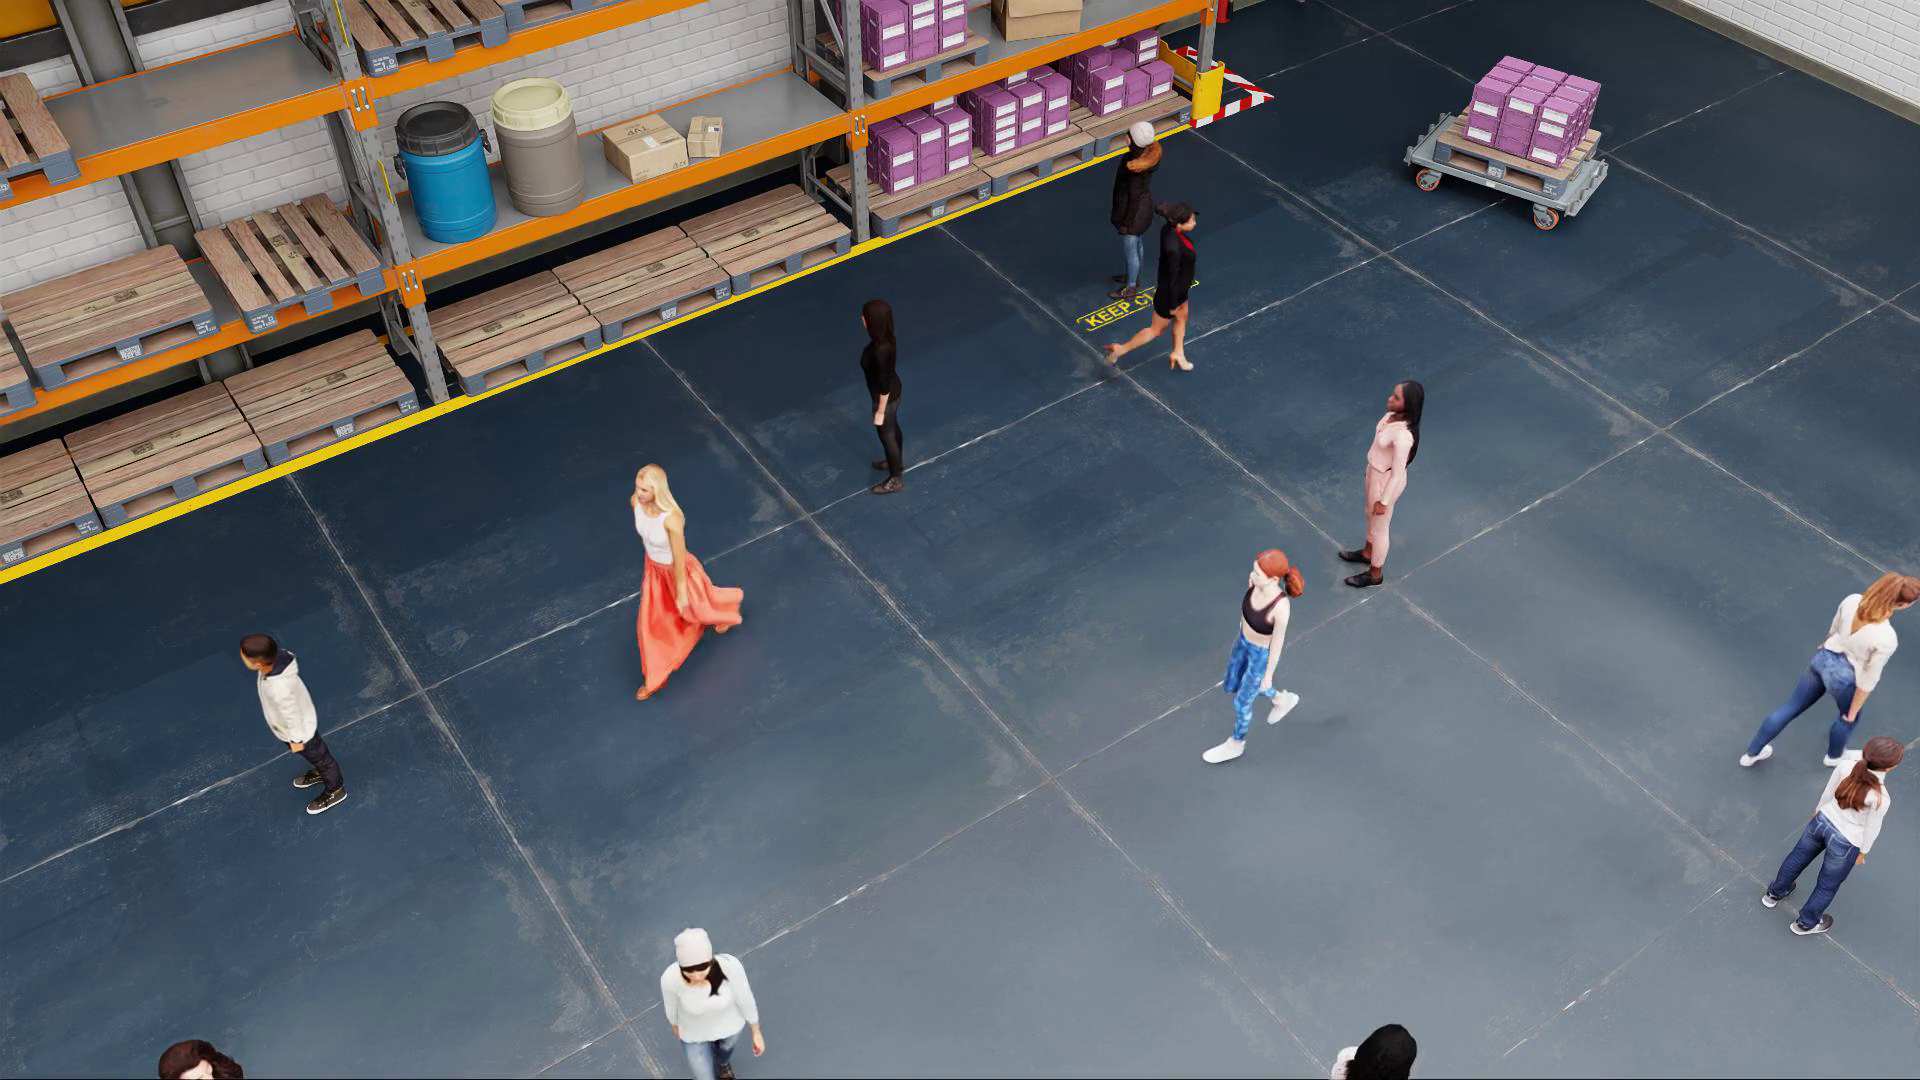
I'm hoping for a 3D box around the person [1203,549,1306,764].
[{"bbox_3d":[1.879,0.704,10.116,0.947,1.773,0.693,-14,45,-14],"label":"person"}]

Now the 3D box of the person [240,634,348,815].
[{"bbox_3d":[-3.984,1.063,9.973,0.513,1.450,0.580,-23,48,-22],"label":"person"}]

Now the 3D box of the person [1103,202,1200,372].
[{"bbox_3d":[1.553,-1.905,12.971,1.046,1.614,0.930,1,44,2],"label":"person"}]

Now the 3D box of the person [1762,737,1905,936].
[{"bbox_3d":[4.902,1.630,9.300,0.571,1.558,0.564,-18,46,-18],"label":"person"}]

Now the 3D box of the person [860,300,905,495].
[{"bbox_3d":[-0.535,-1.046,12.049,0.693,1.641,0.664,1,44,1],"label":"person"}]

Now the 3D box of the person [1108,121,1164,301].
[{"bbox_3d":[1.450,-2.746,13.839,0.808,1.634,0.735,11,45,12],"label":"person"}]

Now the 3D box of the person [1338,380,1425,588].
[{"bbox_3d":[2.888,-0.391,11.304,0.737,1.719,0.703,2,44,2],"label":"person"}]

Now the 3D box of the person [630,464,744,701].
[{"bbox_3d":[-1.780,0.168,10.690,0.864,1.757,1.291,28,50,27],"label":"person"}]

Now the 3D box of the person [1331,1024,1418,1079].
[{"bbox_3d":[1.863,2.871,7.921,0.836,1.663,1.129,27,50,26],"label":"person"}]

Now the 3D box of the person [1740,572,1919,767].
[{"bbox_3d":[5.213,0.854,10.016,1.132,1.695,0.962,-11,45,-12],"label":"person"}]

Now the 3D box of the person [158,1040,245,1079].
[{"bbox_3d":[-3.399,2.880,7.836,0.727,1.768,0.682,4,44,4],"label":"person"}]

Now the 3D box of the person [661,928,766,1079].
[{"bbox_3d":[-1.267,2.391,8.455,0.919,1.621,0.816,-14,45,-14],"label":"person"}]
